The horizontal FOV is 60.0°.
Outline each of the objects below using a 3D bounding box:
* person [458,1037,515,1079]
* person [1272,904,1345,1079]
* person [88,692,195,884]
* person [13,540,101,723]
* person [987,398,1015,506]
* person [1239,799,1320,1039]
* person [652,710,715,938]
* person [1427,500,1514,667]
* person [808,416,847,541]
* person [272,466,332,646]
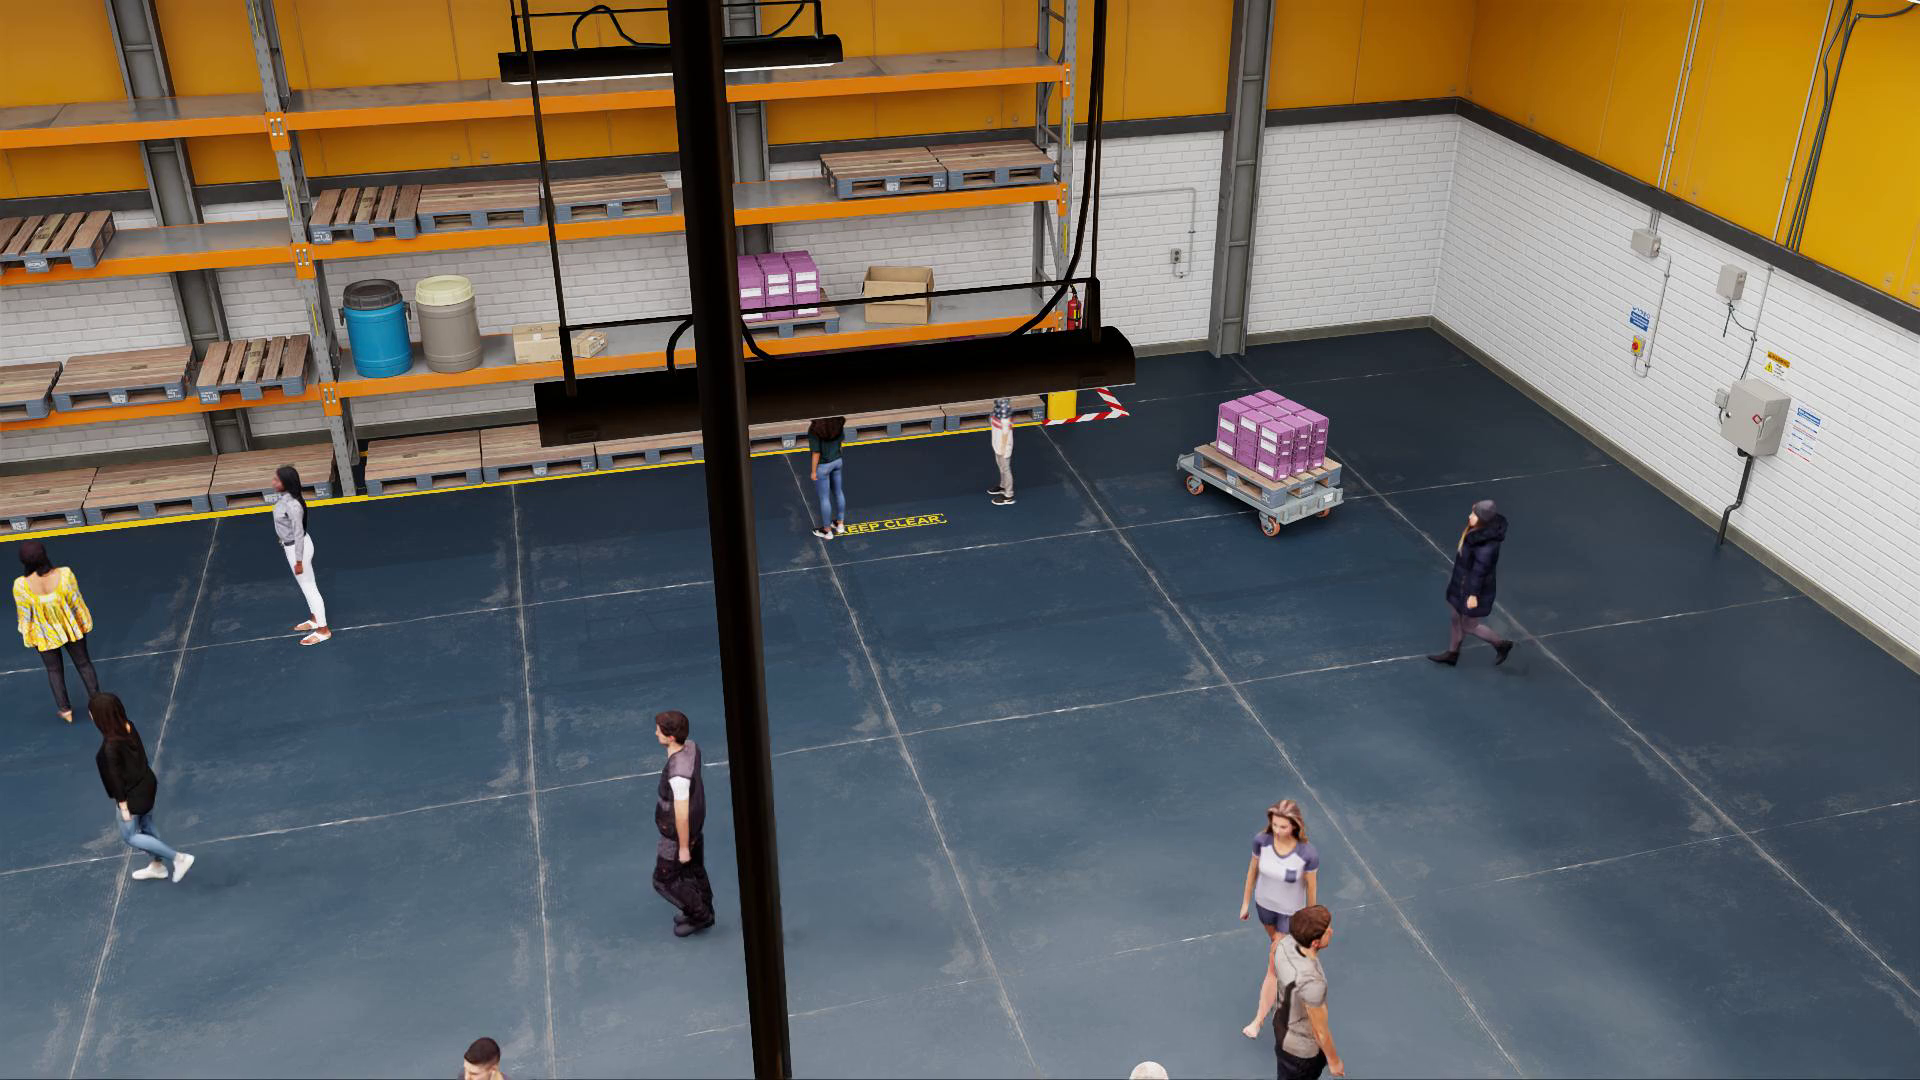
[{"bbox_3d":[-2.428,3.340,9.039,0.759,1.750,0.814,17,33,28],"label":"person"},{"bbox_3d":[1.892,2.904,9.705,0.831,1.879,0.736,-3,29,-5],"label":"person"},{"bbox_3d":[-5.880,1.802,11.976,0.815,1.639,0.653,-1,29,-2],"label":"person"},{"bbox_3d":[-7.521,0.763,13.869,0.790,1.649,0.869,-17,33,-28],"label":"person"},{"bbox_3d":[0.447,-1.076,17.463,0.490,1.437,0.522,-5,29,-8],"label":"person"},{"bbox_3d":[2.133,2.367,10.903,1.020,1.673,1.148,19,34,31],"label":"person"},{"bbox_3d":[-1.817,1.974,11.455,0.700,1.835,0.734,-1,29,-2],"label":"person"},{"bbox_3d":[4.551,0.416,14.490,1.046,1.663,0.876,4,29,8],"label":"person"},{"bbox_3d":[-1.334,-0.780,16.733,0.766,1.616,0.680,25,38,38],"label":"person"},{"bbox_3d":[-5.955,0.113,14.985,0.603,1.721,0.643,-15,32,-25],"label":"person"}]
